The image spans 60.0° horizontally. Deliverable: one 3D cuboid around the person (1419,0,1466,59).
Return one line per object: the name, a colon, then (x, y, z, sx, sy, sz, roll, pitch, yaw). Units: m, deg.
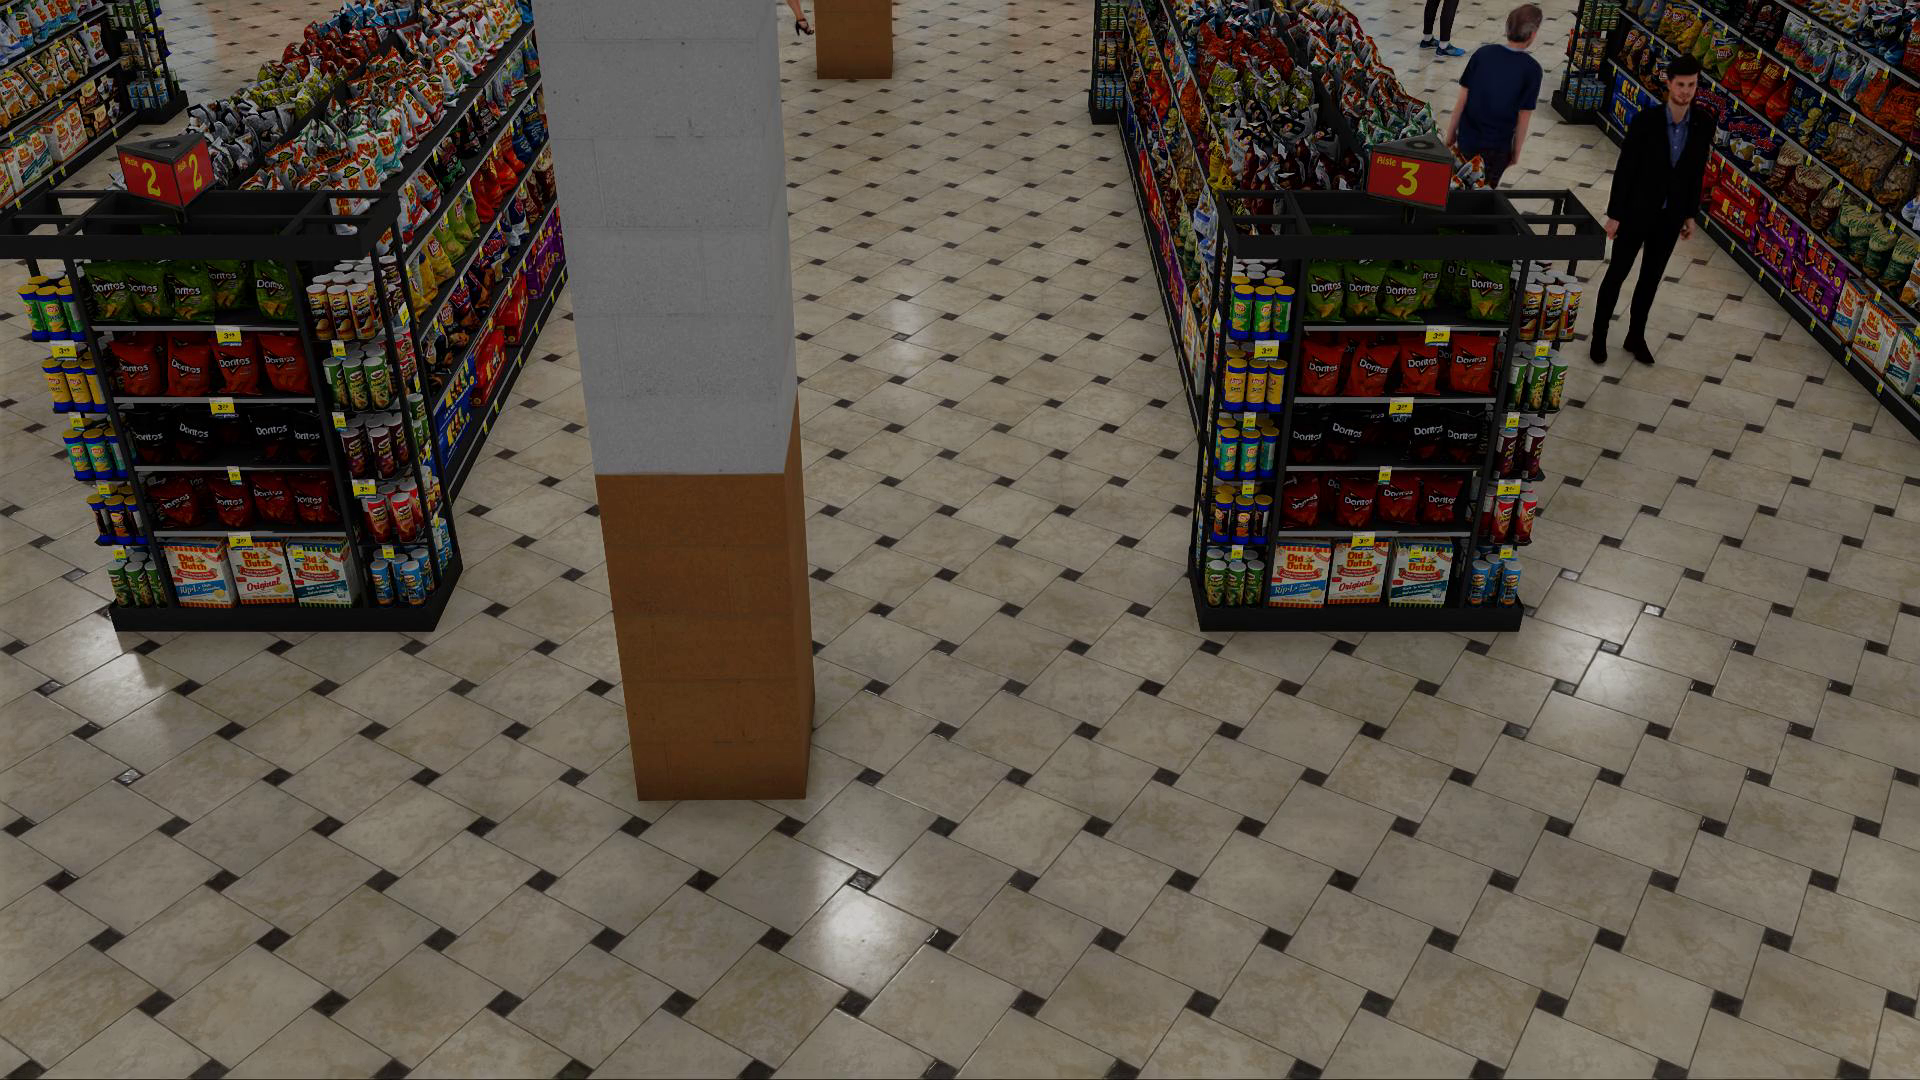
person: (4.679, -5.567, 15.839, 0.816, 1.830, 0.637, -10, 33, -16)

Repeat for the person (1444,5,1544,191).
person: (3.441, -2.563, 11.006, 0.843, 1.835, 0.891, 18, 36, 26)

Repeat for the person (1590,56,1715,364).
person: (4.169, -1.982, 10.019, 0.684, 1.891, 0.562, 0, 32, 0)
